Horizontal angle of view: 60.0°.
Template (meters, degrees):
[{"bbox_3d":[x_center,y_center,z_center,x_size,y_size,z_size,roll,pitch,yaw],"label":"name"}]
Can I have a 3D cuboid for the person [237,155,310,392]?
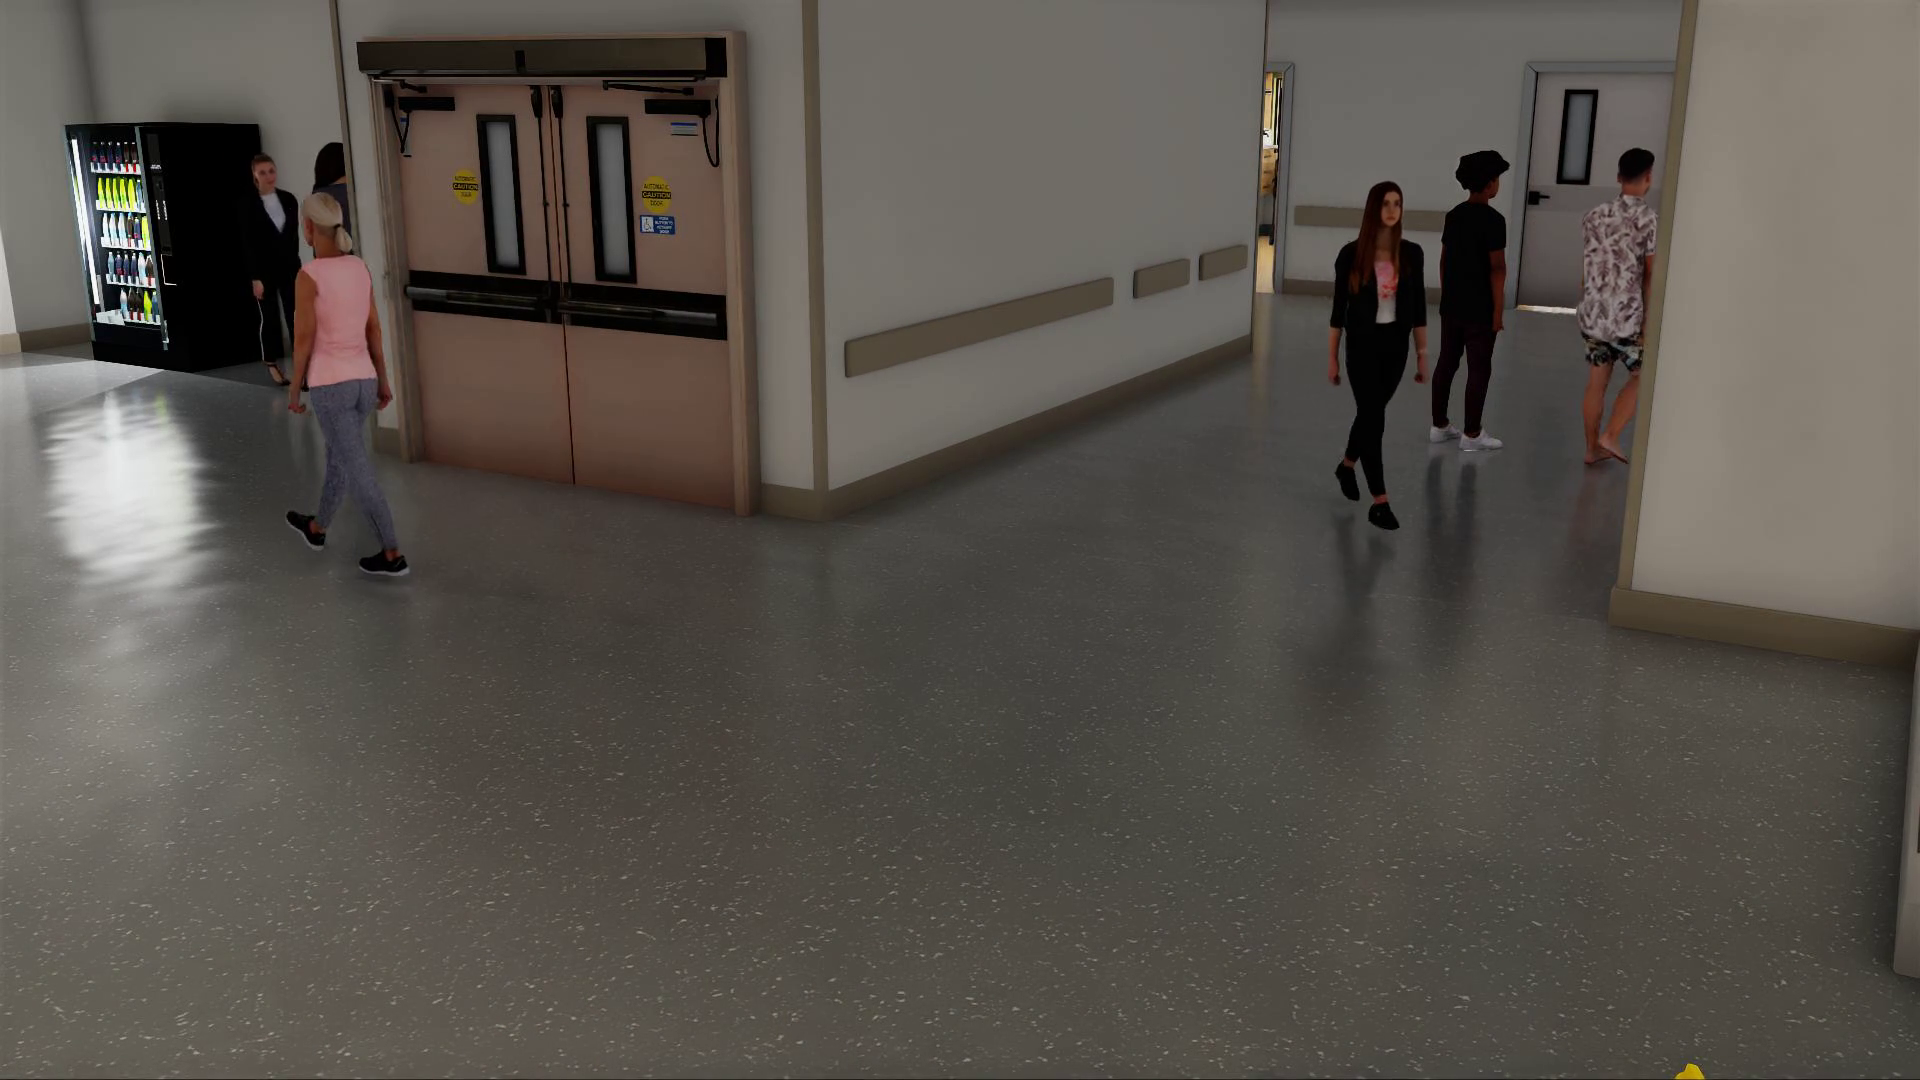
[{"bbox_3d":[-4.832,-1.839,11.699,1.082,1.640,0.824,13,20,38],"label":"person"}]

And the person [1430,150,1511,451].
[{"bbox_3d":[3.091,-1.458,10.087,0.773,1.781,0.658,-9,18,-29],"label":"person"}]

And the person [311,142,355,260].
[{"bbox_3d":[-4.201,-1.842,11.469,0.670,1.771,0.743,-3,16,-11],"label":"person"}]

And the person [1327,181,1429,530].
[{"bbox_3d":[2.084,-0.945,8.466,1.172,1.673,1.132,-2,16,-6],"label":"person"}]

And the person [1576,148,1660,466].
[{"bbox_3d":[3.691,-1.292,9.467,0.831,1.797,0.722,-13,20,-38],"label":"person"}]

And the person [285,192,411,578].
[{"bbox_3d":[-2.676,-0.645,7.377,1.057,1.688,0.585,8,18,26],"label":"person"}]
